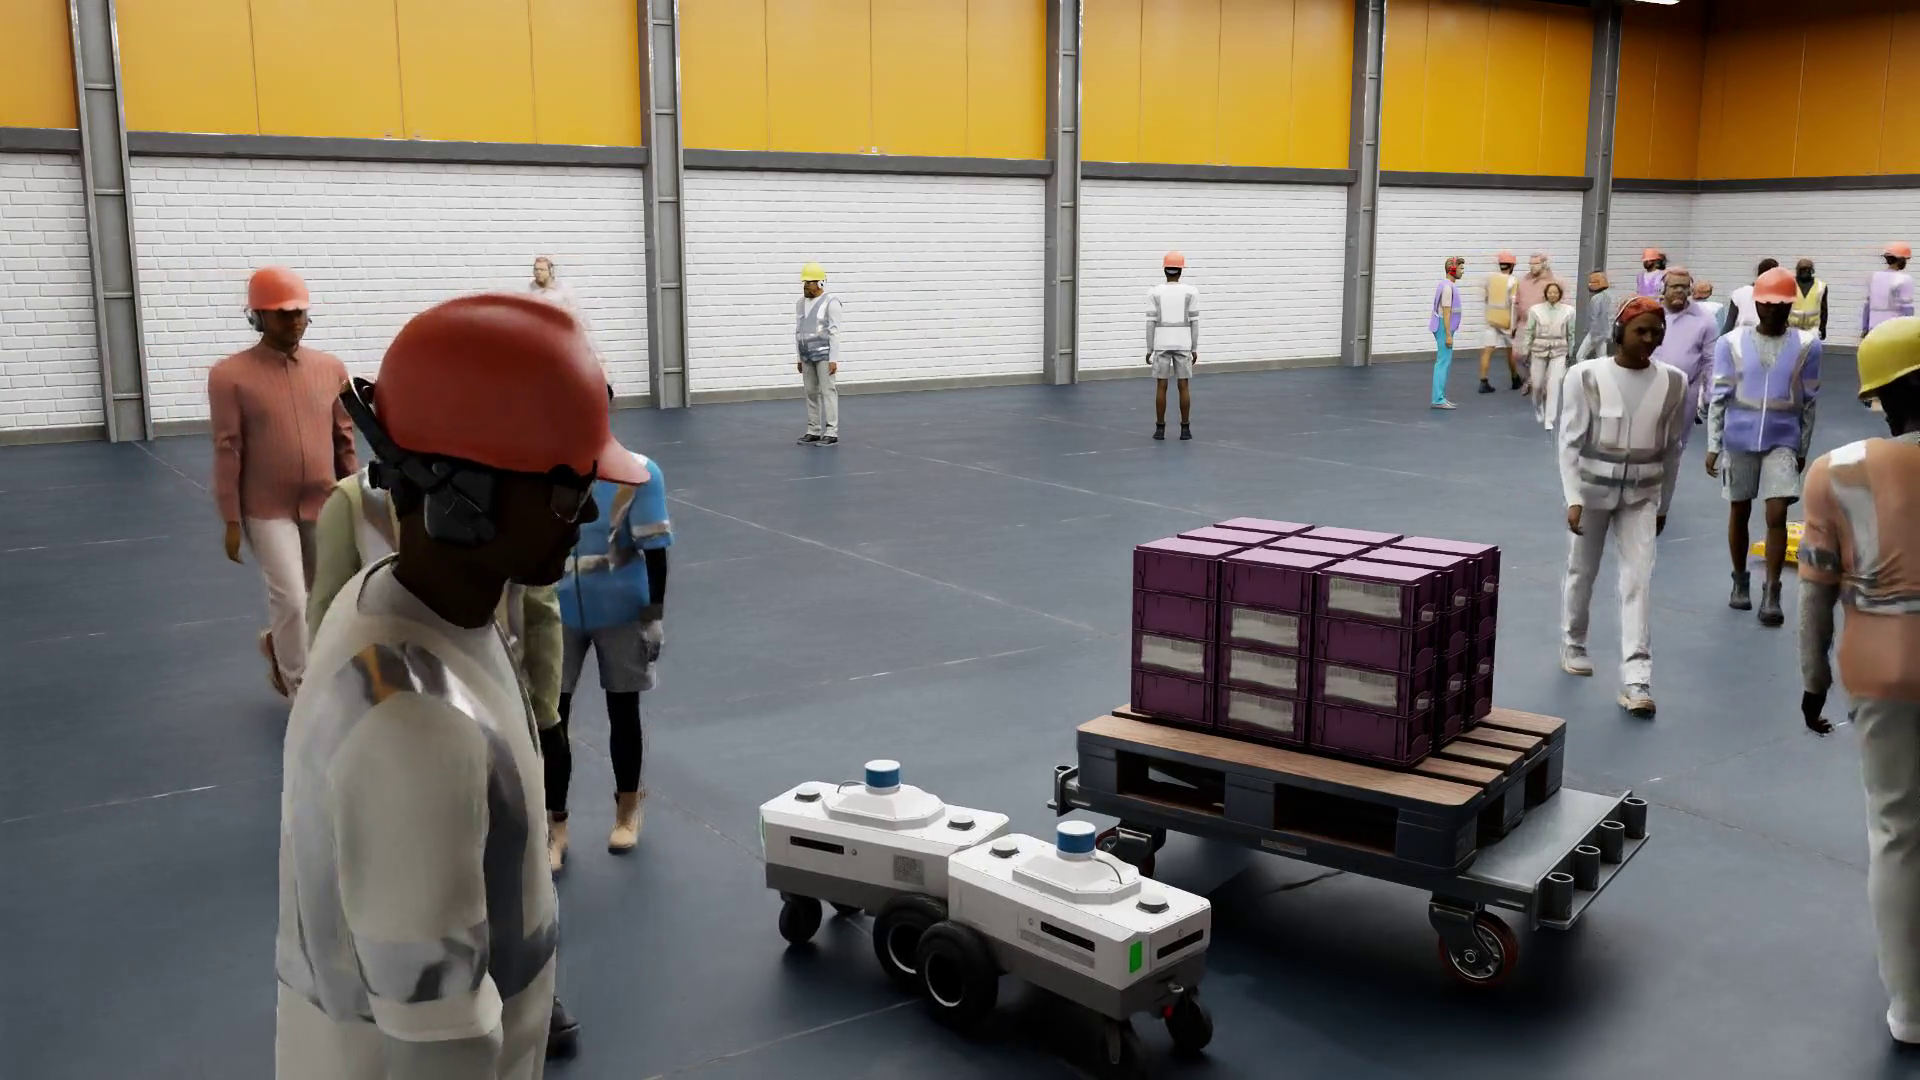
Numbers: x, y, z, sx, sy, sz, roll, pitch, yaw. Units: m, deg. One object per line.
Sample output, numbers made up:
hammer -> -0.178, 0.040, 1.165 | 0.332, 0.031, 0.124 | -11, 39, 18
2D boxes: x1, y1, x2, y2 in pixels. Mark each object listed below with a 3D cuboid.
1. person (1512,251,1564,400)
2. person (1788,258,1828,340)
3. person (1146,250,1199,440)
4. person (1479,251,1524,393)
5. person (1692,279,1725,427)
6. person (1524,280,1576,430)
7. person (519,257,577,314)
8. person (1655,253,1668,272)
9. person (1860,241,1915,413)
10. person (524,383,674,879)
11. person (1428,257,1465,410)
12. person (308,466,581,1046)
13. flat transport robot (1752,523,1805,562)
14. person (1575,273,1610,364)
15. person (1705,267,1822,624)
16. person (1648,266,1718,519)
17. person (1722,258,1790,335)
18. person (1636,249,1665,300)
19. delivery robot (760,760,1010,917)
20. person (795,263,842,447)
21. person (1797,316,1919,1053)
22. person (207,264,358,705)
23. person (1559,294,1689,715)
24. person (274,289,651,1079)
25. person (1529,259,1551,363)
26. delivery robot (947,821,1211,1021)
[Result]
person -> 7.321, -2.714, 21.151 | 0.471, 1.887, 0.690 | -10, 14, -43
person -> 11.195, -2.857, 22.185 | 0.661, 1.809, 0.792 | 4, 11, 20
person -> 2.172, -1.988, 17.048 | 0.543, 1.939, 0.370 | 1, 10, 7
person -> 7.295, -2.920, 22.337 | 0.998, 1.873, 0.558 | -10, 14, -43
person -> 8.013, -2.018, 18.071 | 0.410, 1.616, 0.547 | -10, 14, -42
person -> 6.420, -2.024, 18.136 | 0.523, 1.616, 0.670 | 4, 11, 20
person -> -4.505, -2.130, 18.054 | 0.654, 1.858, 0.976 | 2, 11, 11
person -> 11.926, -3.981, 28.390 | 0.634, 1.799, 0.953 | 9, 14, 42
person -> 10.945, -2.491, 19.571 | 0.468, 2.022, 0.632 | -3, 11, -17
person -> -1.206, 0.251, 5.475 | 0.562, 1.672, 0.527 | 0, 10, 1
person -> 5.874, -2.501, 20.150 | 0.385, 1.836, 0.565 | 3, 11, 18
person -> -1.311, 0.428, 4.240 | 0.634, 1.778, 0.695 | -6, 12, -29
flat transport robot -> 5.881, -0.008, 10.772 | 1.431, 0.197, 0.652 | -6, 12, -30
person -> 8.177, -2.649, 21.583 | 0.619, 1.615, 0.504 | 10, 14, 43
person -> 4.347, -0.511, 9.035 | 0.548, 1.900, 0.862 | 5, 11, 23
person -> 5.339, -1.128, 12.545 | 0.641, 1.875, 0.893 | 2, 11, 13
person -> 8.417, -2.053, 17.653 | 0.996, 1.861, 0.653 | -10, 14, -43
person -> 10.654, -3.553, 25.760 | 0.988, 1.880, 0.568 | -7, 13, -34
delivery robot -> -0.225, 0.884, 4.844 | 0.707, 0.478, 0.477 | 5, 12, 27
person -> -1.430, -1.840, 16.571 | 0.586, 1.824, 0.404 | 9, 13, 40
person -> 2.579, 0.348, 4.451 | 0.669, 1.860, 0.897 | 4, 11, 20
person -> -2.834, -0.161, 6.955 | 0.743, 1.970, 0.623 | 9, 14, 40
person -> 2.985, -0.196, 7.557 | 0.565, 1.830, 1.023 | 2, 10, 9
person -> -0.593, 0.708, 2.064 | 0.467, 2.020, 0.657 | -3, 11, -14
person -> 9.430, -3.703, 27.018 | 0.480, 1.734, 0.332 | 3, 11, 15
delivery robot -> 0.301, 0.977, 4.334 | 0.477, 0.478, 0.707 | -10, 14, -43
